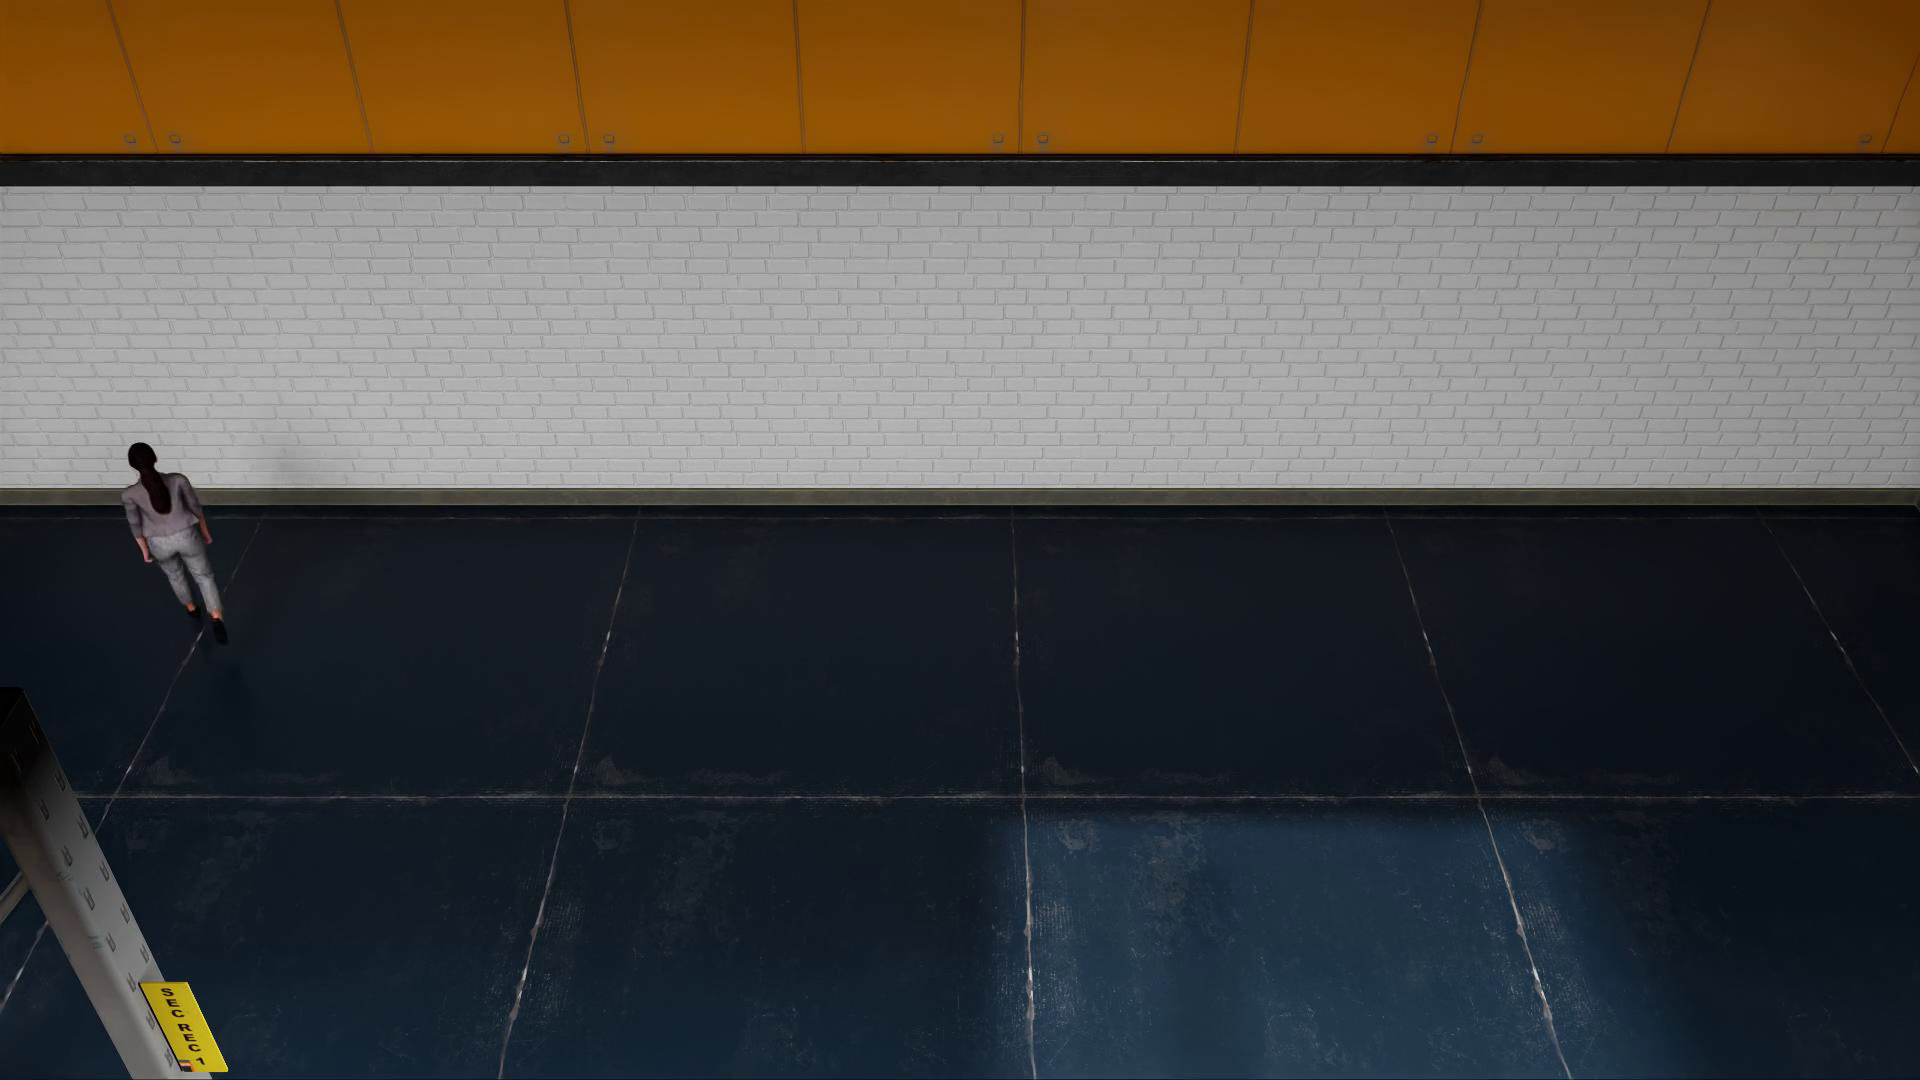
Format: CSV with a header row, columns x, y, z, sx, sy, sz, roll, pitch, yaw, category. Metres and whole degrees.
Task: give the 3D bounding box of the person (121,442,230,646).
x,y,z,sx,sy,sz,roll,pitch,yaw,category
-5.492,0.059,11.681,0.927,1.658,1.093,-20,43,-23,person
